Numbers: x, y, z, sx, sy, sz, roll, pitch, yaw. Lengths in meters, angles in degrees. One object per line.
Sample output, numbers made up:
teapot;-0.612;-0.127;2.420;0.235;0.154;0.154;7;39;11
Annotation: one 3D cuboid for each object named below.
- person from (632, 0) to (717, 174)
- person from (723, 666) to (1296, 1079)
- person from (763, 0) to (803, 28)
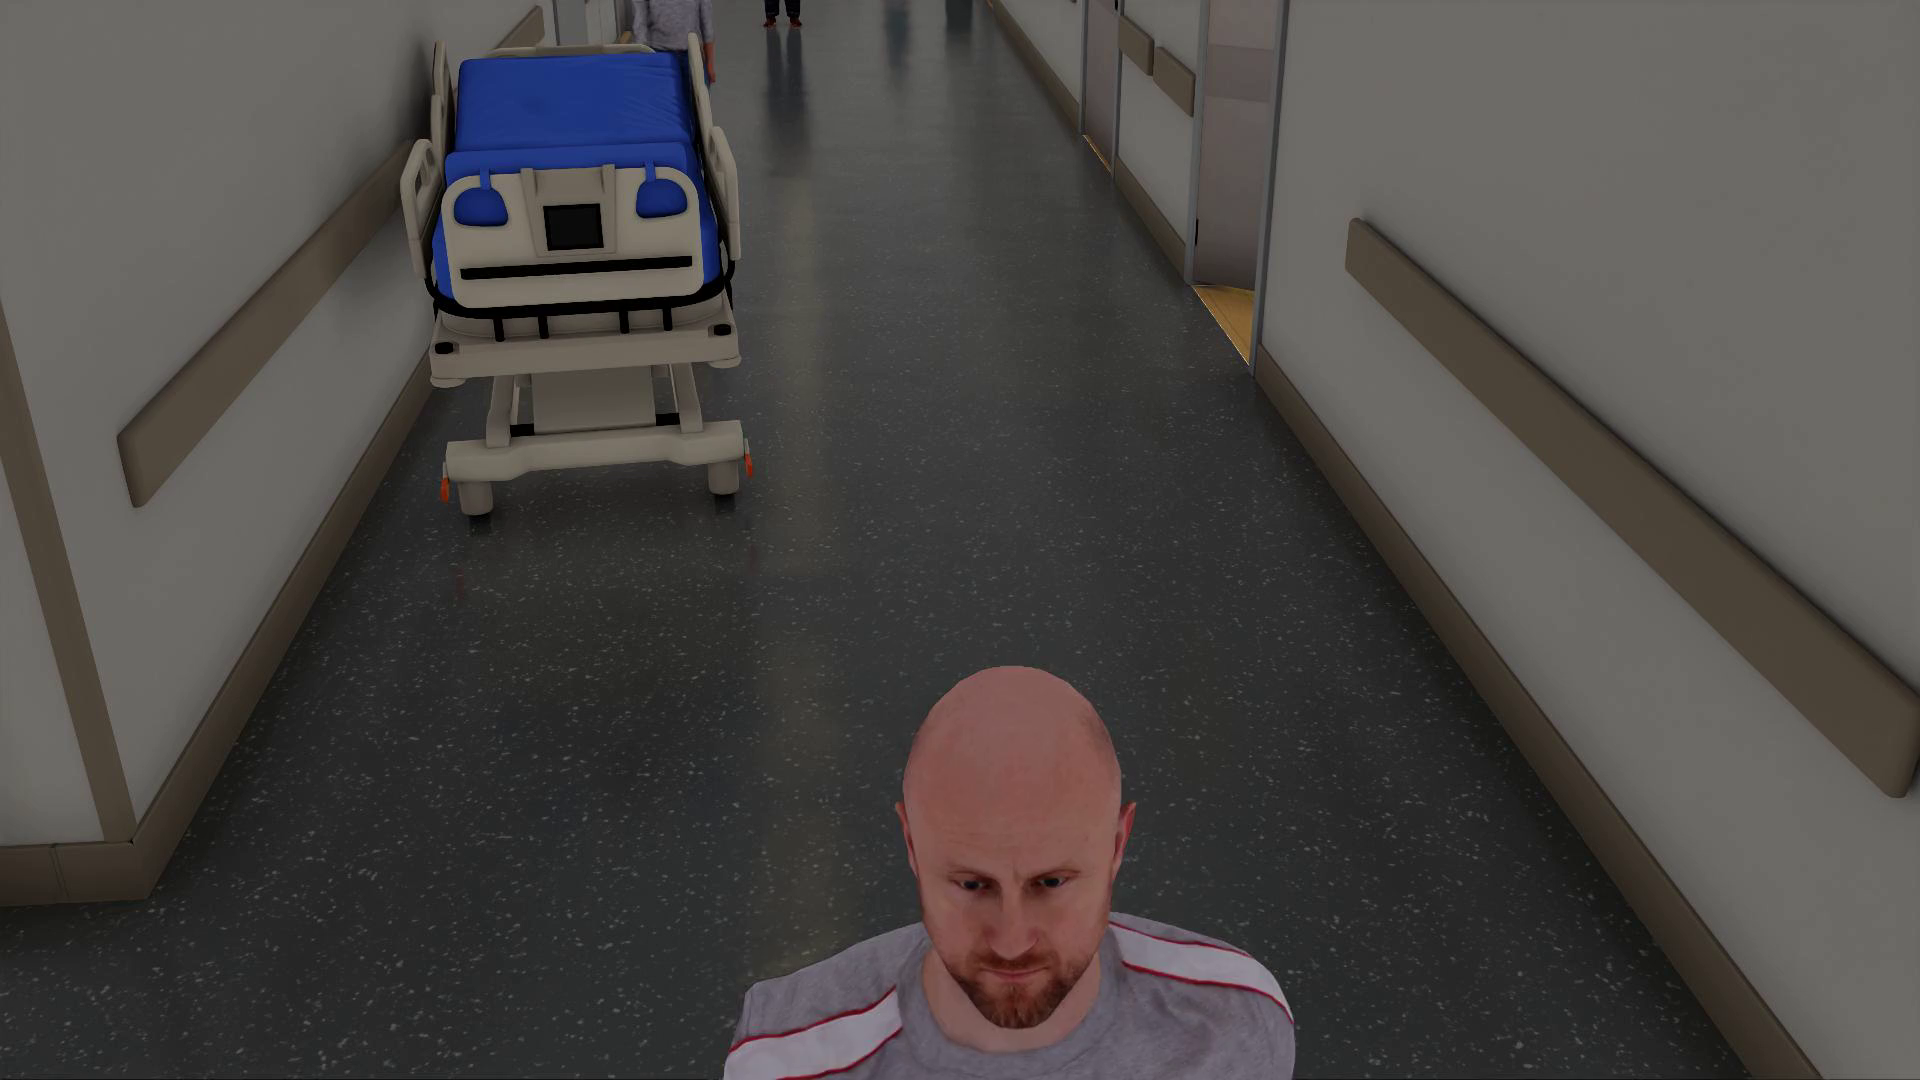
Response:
person;-1.608;-2.636;9.270;0.613;1.614;0.743;-10;28;-21
person;0.034;0.903;1.710;0.982;1.806;0.780;-1;26;-1
person;-1.671;-5.729;15.442;0.529;1.824;0.732;-3;26;-6
